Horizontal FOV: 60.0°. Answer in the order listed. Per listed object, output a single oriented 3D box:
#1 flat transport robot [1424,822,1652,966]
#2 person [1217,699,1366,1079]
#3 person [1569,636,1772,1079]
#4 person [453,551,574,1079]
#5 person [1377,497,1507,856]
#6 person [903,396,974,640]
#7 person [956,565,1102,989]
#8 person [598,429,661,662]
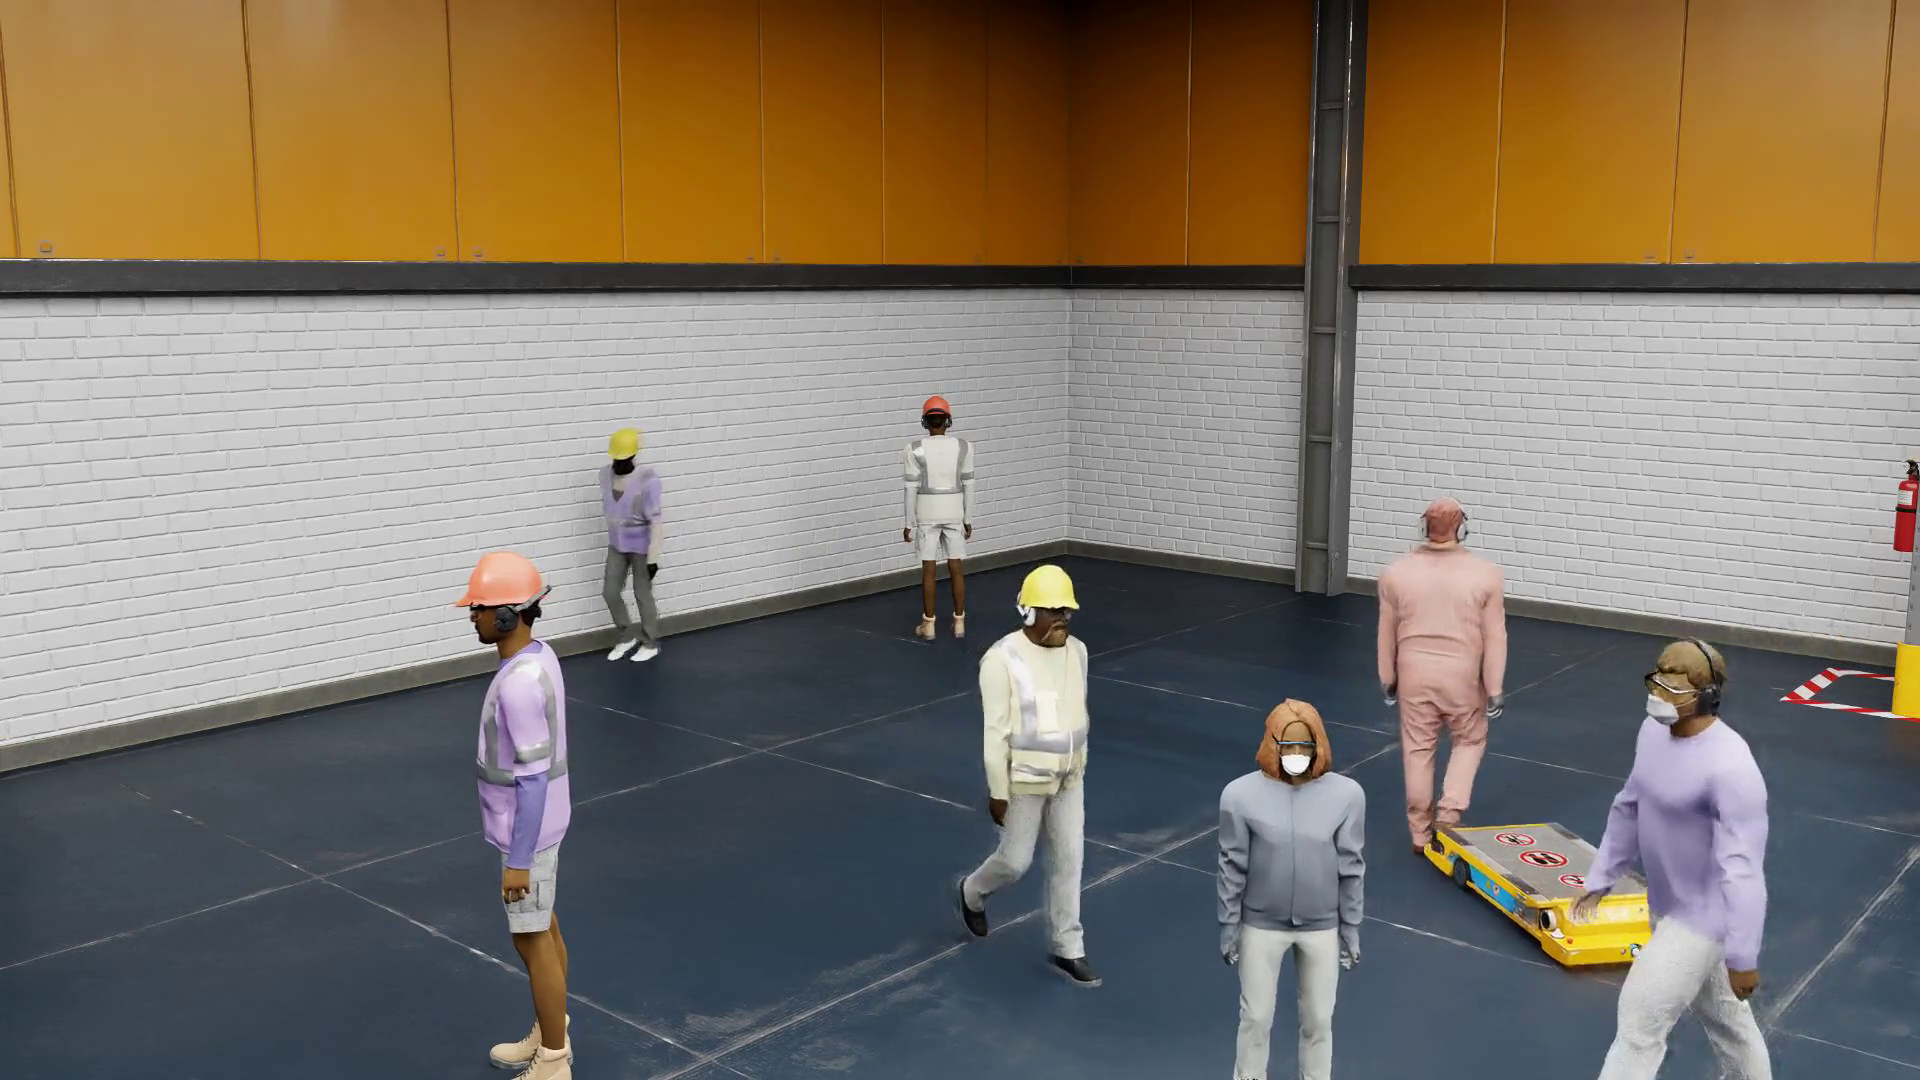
[{"bbox_3d":[2.834,1.642,7.947,0.652,0.197,1.431,-2,9,-9],"label":"flat transport robot"},{"bbox_3d":[1.124,1.330,5.679,0.498,1.622,0.296,1,9,4],"label":"person"},{"bbox_3d":[2.310,1.236,5.443,1.017,1.883,0.645,1,9,3],"label":"person"},{"bbox_3d":[-1.625,1.052,6.103,0.382,2.041,0.616,-2,9,-10],"label":"person"},{"bbox_3d":[2.507,0.717,8.664,0.675,1.891,0.427,5,10,28],"label":"person"},{"bbox_3d":[-0.187,-0.183,13.894,0.606,2.033,0.403,-2,9,-14],"label":"person"},{"bbox_3d":[0.305,0.989,7.237,0.596,1.813,0.756,-7,11,-36],"label":"person"},{"bbox_3d":[-2.555,0.056,12.904,0.625,1.866,0.633,5,10,26],"label":"person"}]
